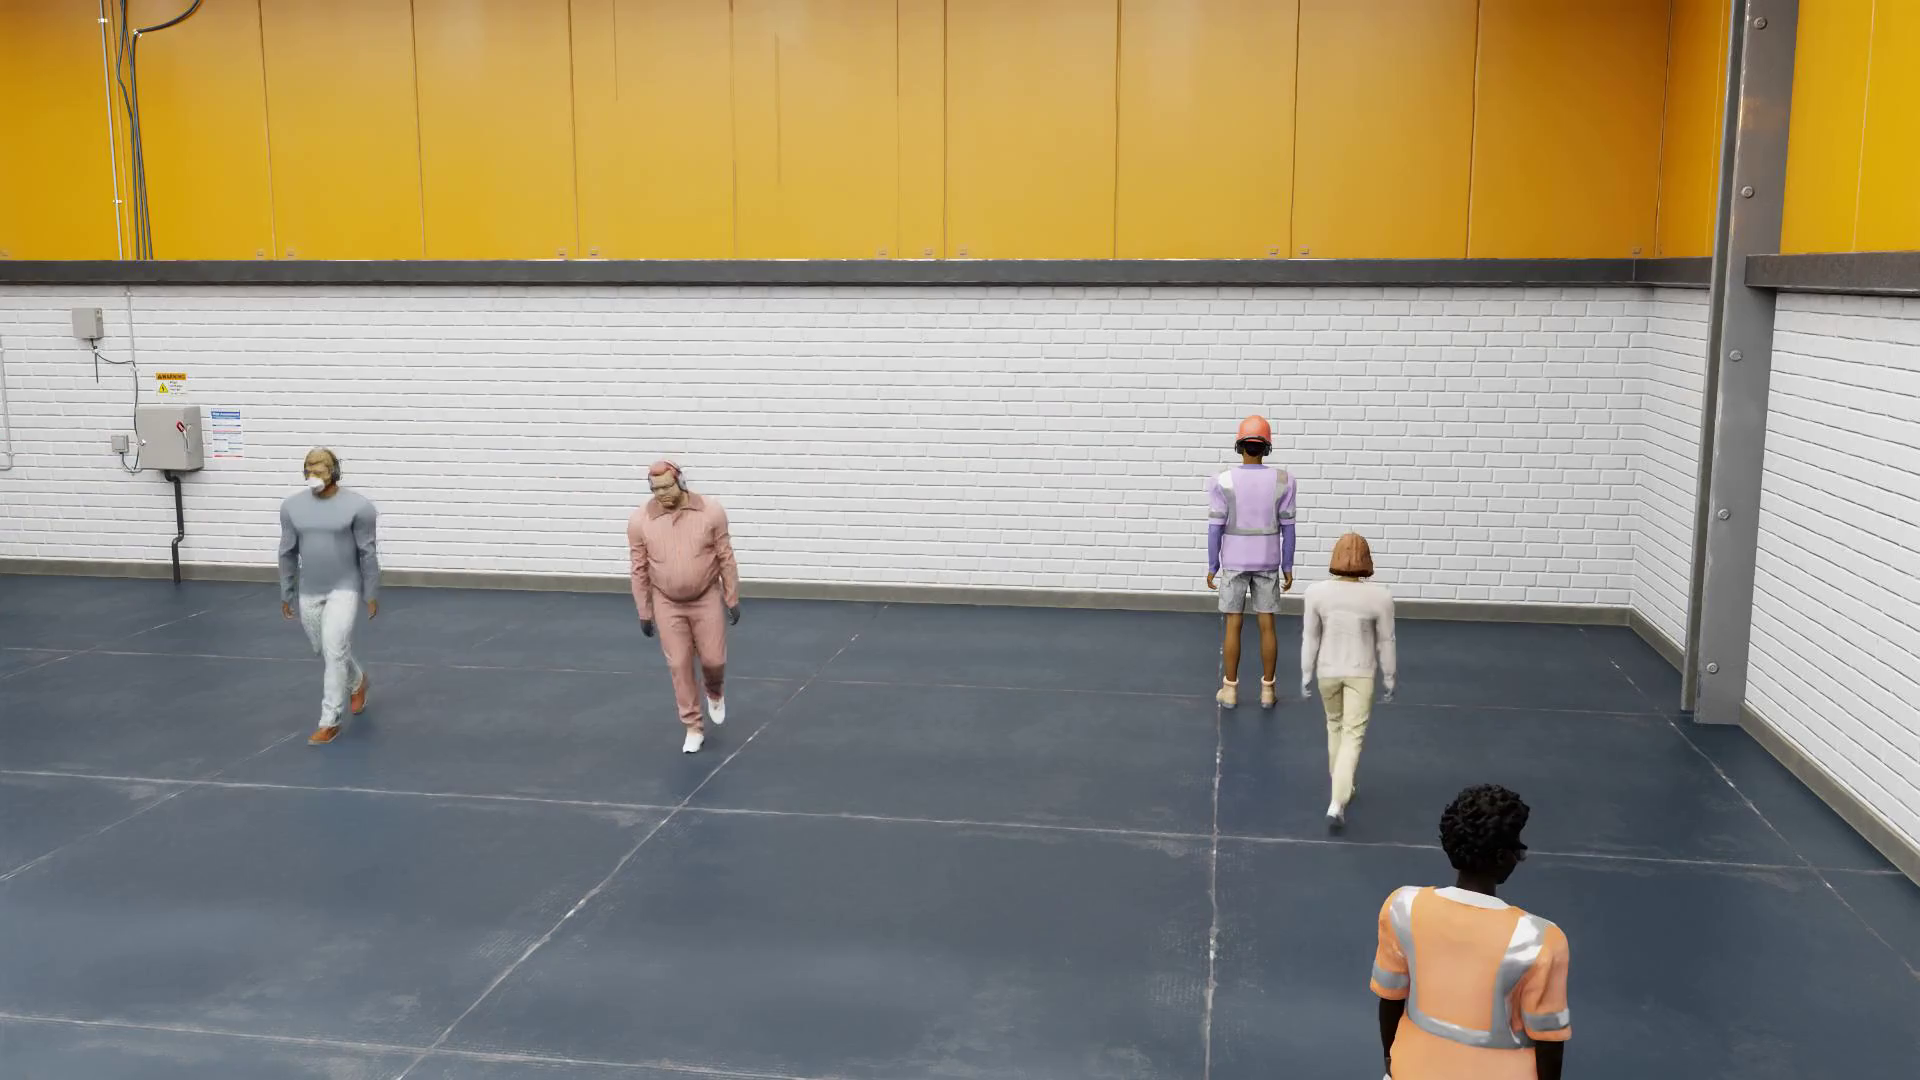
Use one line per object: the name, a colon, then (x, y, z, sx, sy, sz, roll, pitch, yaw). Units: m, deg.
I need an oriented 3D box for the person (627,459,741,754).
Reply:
person: (-1.752, 0.395, 10.613, 0.702, 1.867, 0.606, -1, 9, -7)

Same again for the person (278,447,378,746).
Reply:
person: (-4.122, 0.322, 10.951, 0.642, 1.908, 0.936, 1, 9, 5)

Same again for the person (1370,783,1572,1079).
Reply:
person: (1.348, 1.480, 4.428, 0.536, 1.694, 0.322, 8, 12, 40)

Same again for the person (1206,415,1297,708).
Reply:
person: (2.013, 0.154, 11.542, 0.613, 2.043, 0.374, 0, 9, 1)

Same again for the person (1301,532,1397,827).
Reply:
person: (2.131, 0.756, 9.189, 0.509, 1.601, 0.817, 5, 10, 27)
